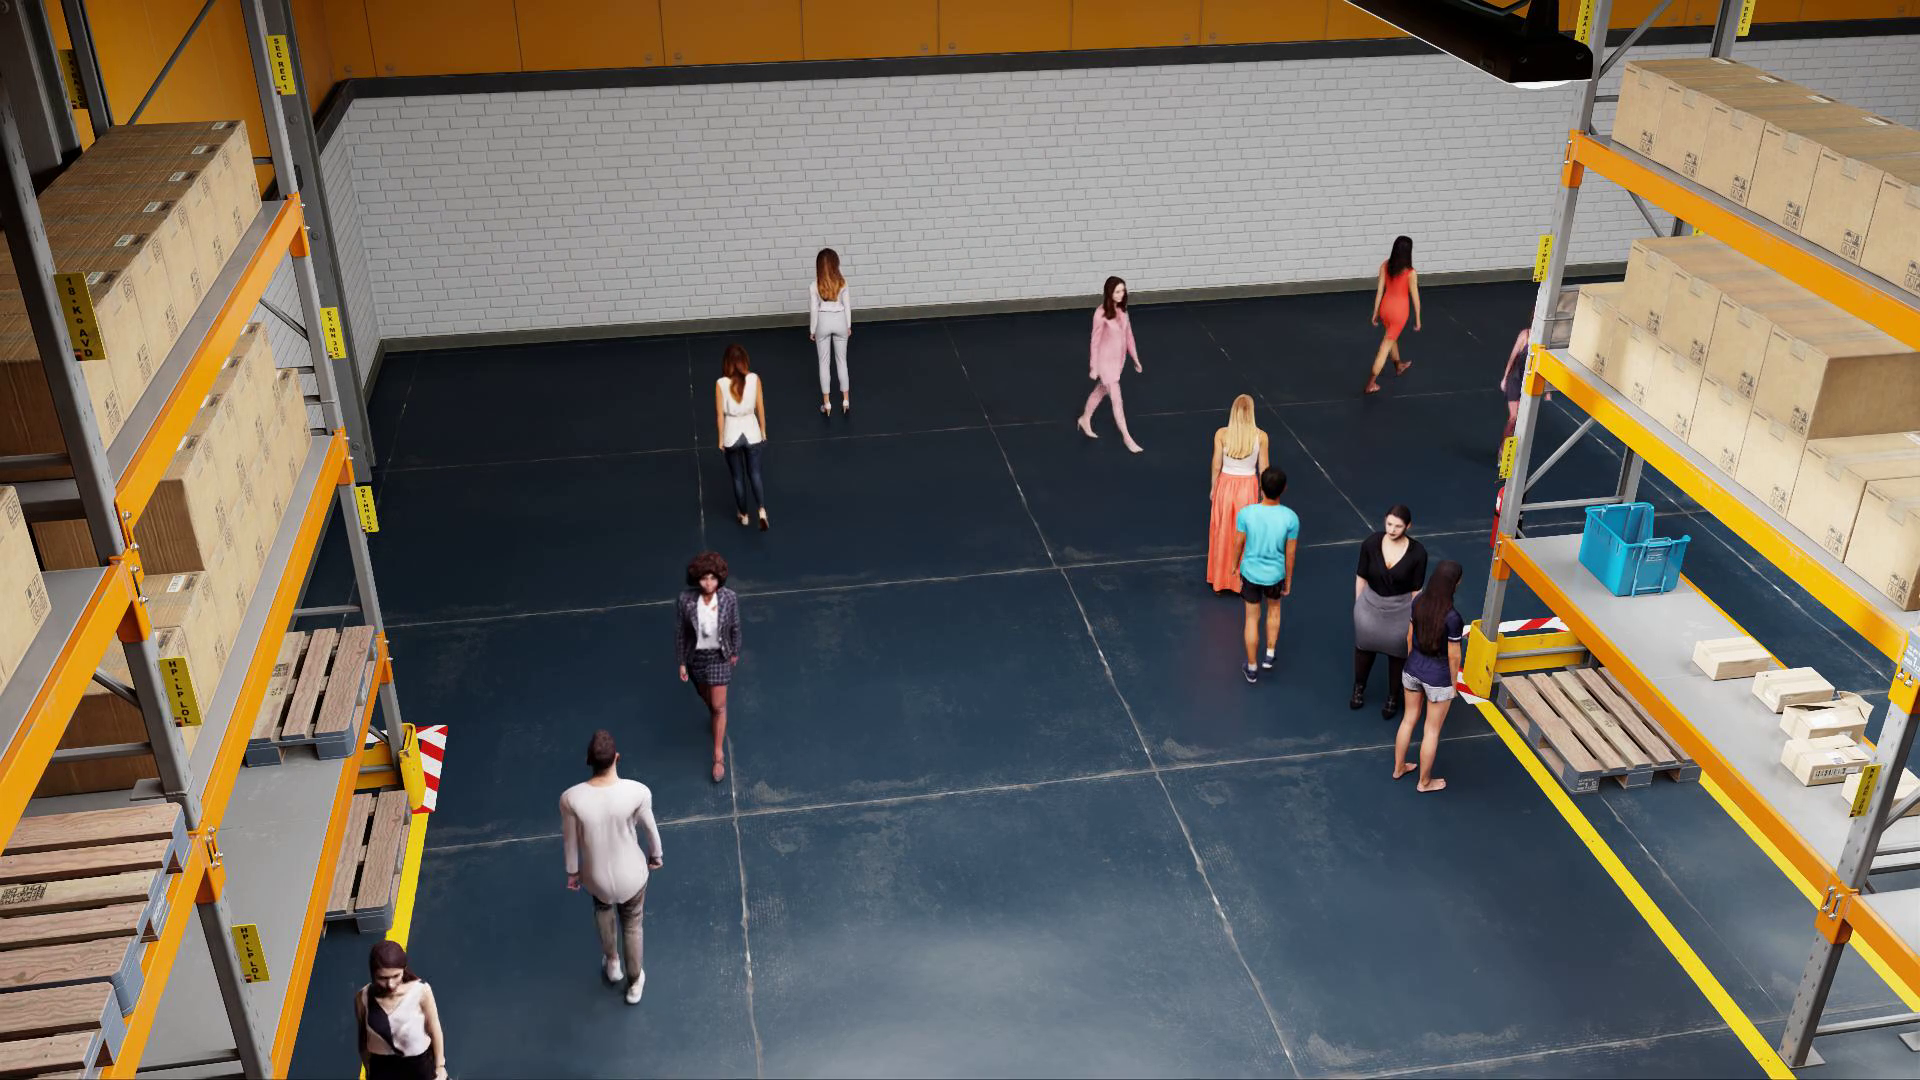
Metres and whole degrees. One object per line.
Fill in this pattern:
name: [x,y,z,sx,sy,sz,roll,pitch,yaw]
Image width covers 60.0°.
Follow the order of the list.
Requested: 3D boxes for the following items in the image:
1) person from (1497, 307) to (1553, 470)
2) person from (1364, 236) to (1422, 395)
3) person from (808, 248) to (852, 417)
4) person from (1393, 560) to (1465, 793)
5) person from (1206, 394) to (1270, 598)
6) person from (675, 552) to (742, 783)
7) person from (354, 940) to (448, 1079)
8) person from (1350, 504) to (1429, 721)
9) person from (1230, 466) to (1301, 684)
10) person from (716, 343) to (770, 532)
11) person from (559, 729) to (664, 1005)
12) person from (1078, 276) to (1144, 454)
person: [5.350,-1.491,15.873,0.604,1.749,0.747,2,29,4]
person: [4.514,-2.315,17.474,1.149,1.663,1.105,25,38,38]
person: [-1.321,-2.126,17.018,0.604,1.767,0.553,-8,30,-14]
person: [3.218,0.933,11.411,0.715,1.767,0.599,-19,34,-31]
person: [2.287,-0.364,13.752,0.722,1.802,0.731,8,30,15]
person: [-1.782,0.811,11.749,0.682,1.658,1.060,-2,29,-3]
person: [-2.785,2.629,8.445,0.575,1.631,0.888,-3,29,-5]
person: [3.139,0.512,12.193,0.784,1.757,0.816,13,31,22]
person: [2.289,0.314,12.553,0.699,1.760,0.705,3,29,6]
person: [-1.903,-0.862,14.695,0.666,1.773,0.900,-9,30,-16]
person: [-1.989,1.925,9.533,0.706,1.825,0.650,-4,29,-7]
person: [1.408,-1.745,16.336,1.197,1.751,1.051,25,37,37]
